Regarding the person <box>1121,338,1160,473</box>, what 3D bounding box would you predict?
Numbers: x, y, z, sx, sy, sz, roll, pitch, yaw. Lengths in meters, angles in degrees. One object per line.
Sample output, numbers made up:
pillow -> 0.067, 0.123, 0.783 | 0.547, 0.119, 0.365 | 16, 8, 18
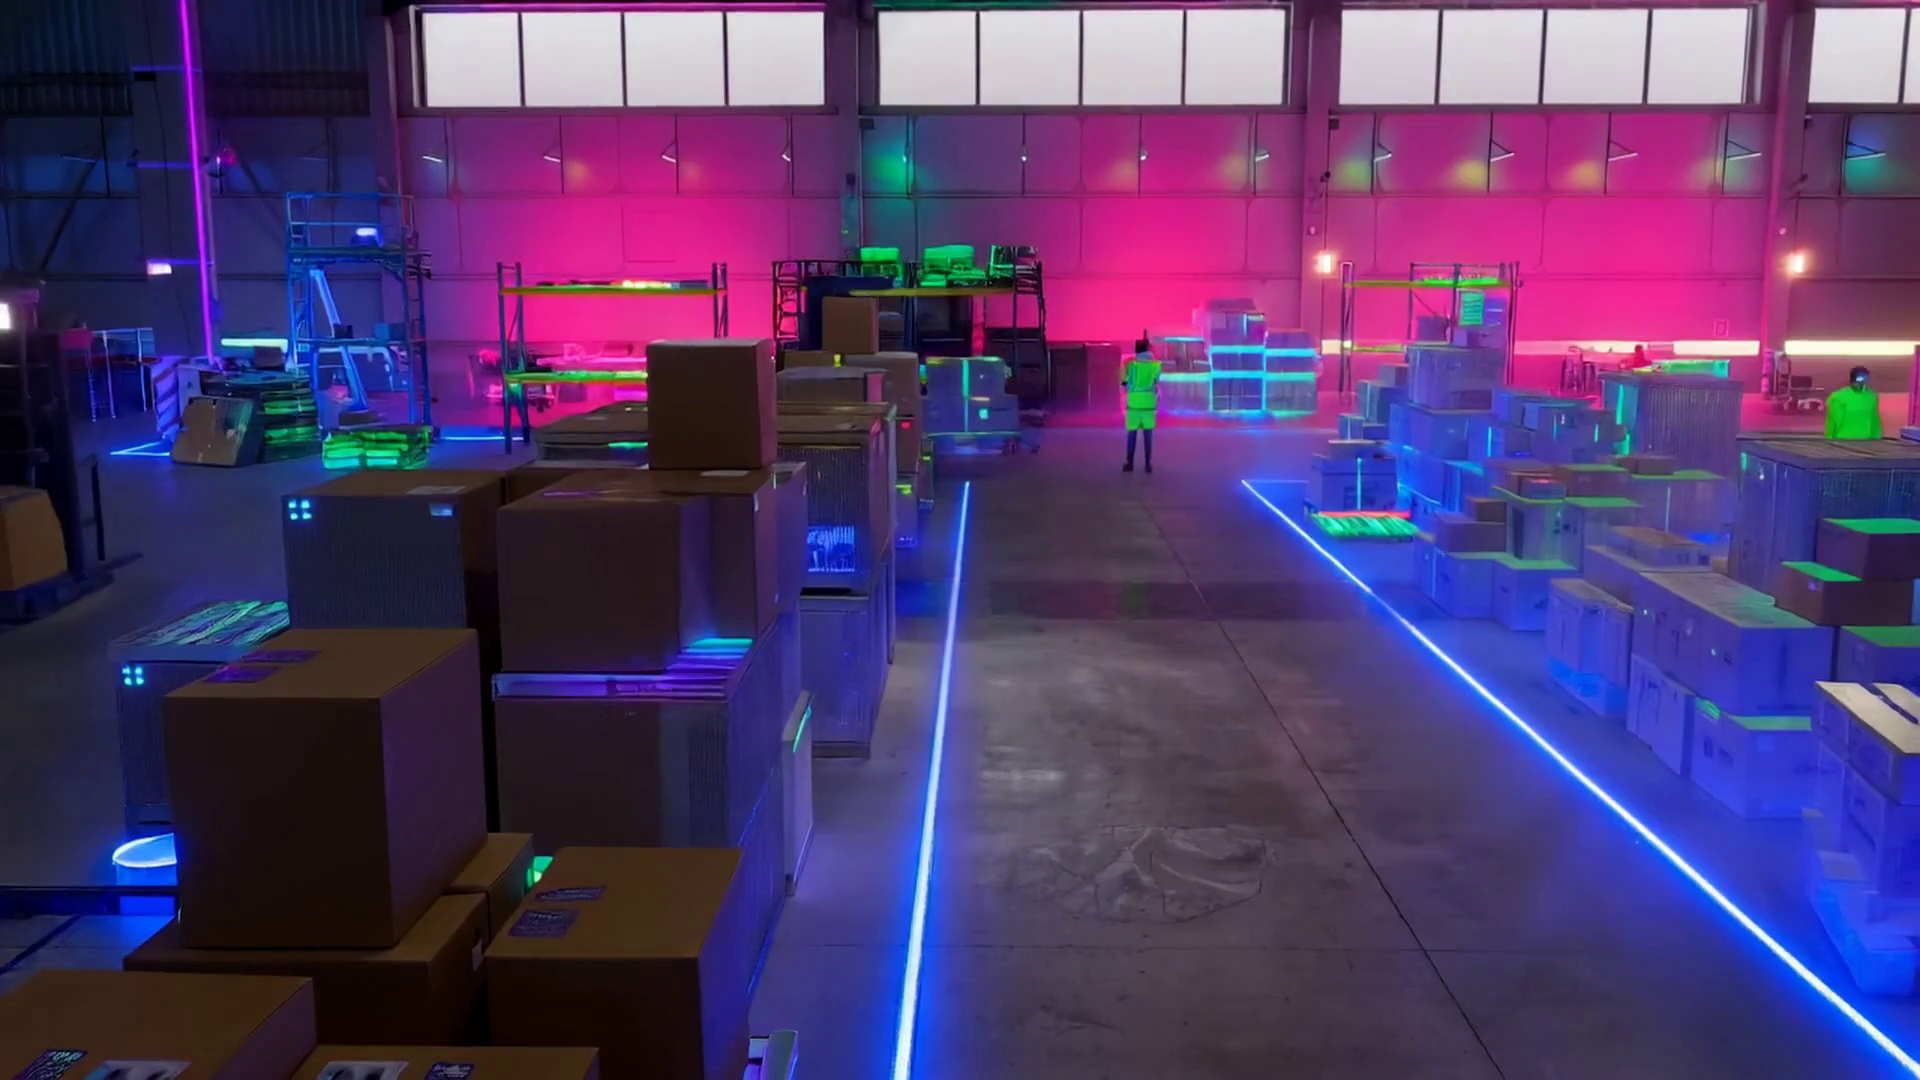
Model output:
person -> 2.603, -1.939, 24.054 | 0.552, 1.942, 0.343 | 2, 10, 13

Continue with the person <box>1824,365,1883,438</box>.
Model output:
person -> 10.106, -1.050, 18.892 | 0.648, 1.895, 1.010 | -3, 10, -15

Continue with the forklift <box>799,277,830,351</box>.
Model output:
forklift -> -2.050, -2.405, 24.044 | 1.873, 2.768, 1.129 | -1, 10, -6

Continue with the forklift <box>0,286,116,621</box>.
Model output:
forklift -> -8.425, -0.801, 14.436 | 1.129, 2.768, 1.873 | -1, 9, -3
